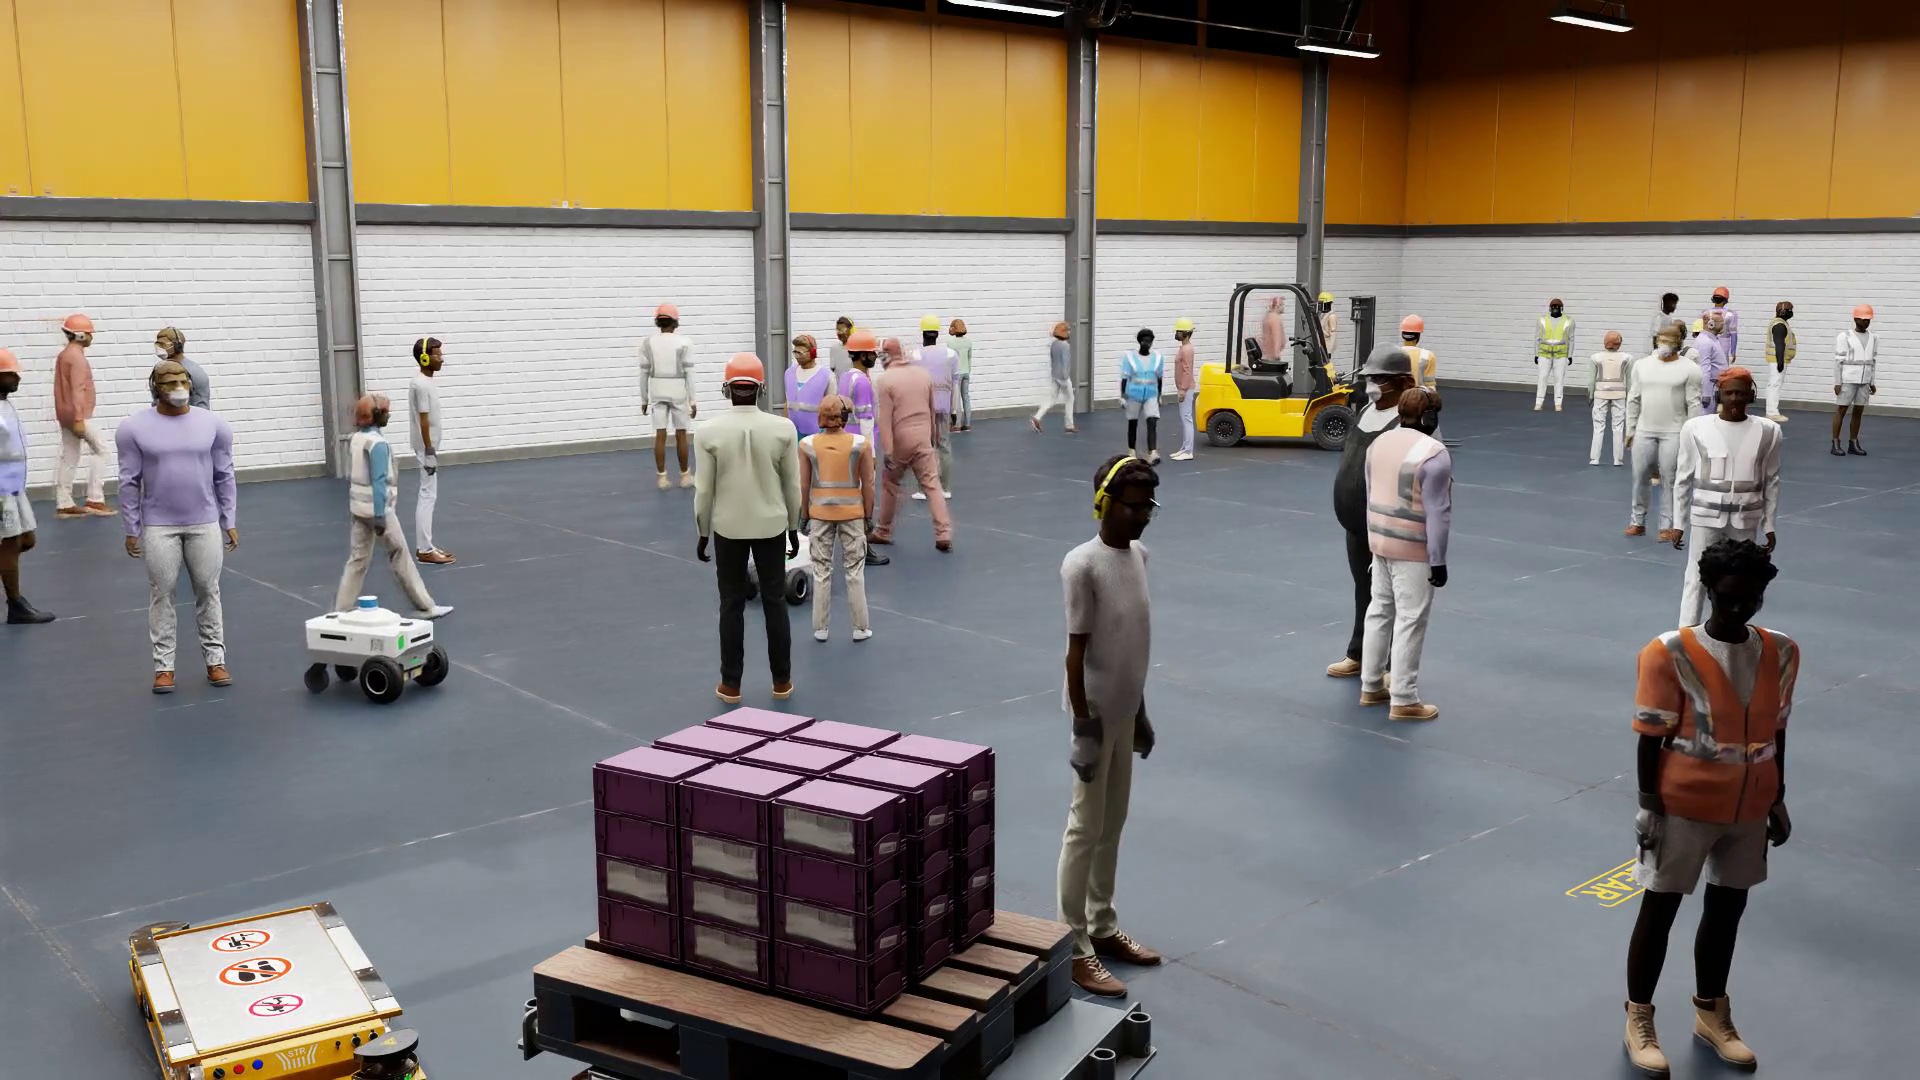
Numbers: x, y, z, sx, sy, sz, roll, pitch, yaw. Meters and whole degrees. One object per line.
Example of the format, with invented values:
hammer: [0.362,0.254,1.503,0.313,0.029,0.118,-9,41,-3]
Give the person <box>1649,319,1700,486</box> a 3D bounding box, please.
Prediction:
person: [7.838,-1.501,18.299,0.507,1.846,0.343,4,10,20]

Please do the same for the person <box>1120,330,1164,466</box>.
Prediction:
person: [2.210,-1.710,20.067,0.553,1.643,0.884,-1,10,-7]

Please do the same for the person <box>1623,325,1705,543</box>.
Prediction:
person: [6.256,-0.941,14.817,0.658,1.930,0.440,8,13,40]

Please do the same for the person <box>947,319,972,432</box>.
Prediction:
person: [-0.022,-2.367,23.990,0.285,1.633,0.499,8,13,40]

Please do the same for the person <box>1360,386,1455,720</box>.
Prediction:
person: [2.477,0.066,9.202,0.431,1.833,0.639,-3,10,-19]

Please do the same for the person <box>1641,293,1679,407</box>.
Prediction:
person: [11.695,-3.126,27.584,0.861,1.914,0.588,6,11,31]

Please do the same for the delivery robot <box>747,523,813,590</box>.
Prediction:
delivery robot: [-1.274,0.114,12.339,0.477,0.478,0.707,5,11,26]

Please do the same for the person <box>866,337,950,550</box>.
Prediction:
person: [-0.422,-0.827,14.397,0.772,1.843,0.975,-8,12,-39]

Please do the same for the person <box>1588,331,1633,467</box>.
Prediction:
person: [7.836,-1.698,20.055,0.514,1.641,0.307,3,10,18]

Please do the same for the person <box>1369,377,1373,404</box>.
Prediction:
person: [4.352,-1.212,17.227,0.265,1.632,0.508,1,10,3]

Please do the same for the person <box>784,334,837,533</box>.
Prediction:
person: [-1.350,-0.929,14.970,0.563,1.837,0.389,6,11,32]

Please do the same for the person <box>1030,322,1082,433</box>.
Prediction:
person: [1.370,-2.304,23.687,0.741,1.609,0.501,-4,11,-25]

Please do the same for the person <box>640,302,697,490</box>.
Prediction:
person: [-3.155,-1.557,18.080,0.623,2.042,0.421,1,10,4]

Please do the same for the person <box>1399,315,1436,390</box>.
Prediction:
person: [4.579,-1.325,16.998,0.543,1.939,0.371,5,11,27]

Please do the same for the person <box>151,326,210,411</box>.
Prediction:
person: [-6.654,-0.847,14.194,0.627,1.941,0.371,5,11,27]

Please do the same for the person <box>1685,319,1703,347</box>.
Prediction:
person: [9.082,-1.839,20.512,0.524,1.769,0.308,4,11,24]

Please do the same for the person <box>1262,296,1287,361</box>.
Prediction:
person: [5.173,-3.149,27.880,0.761,1.880,0.683,0,10,-1]

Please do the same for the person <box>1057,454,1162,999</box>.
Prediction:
person: [0.531,0.627,5.791,0.332,1.865,0.520,6,11,32]

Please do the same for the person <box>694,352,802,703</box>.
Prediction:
person: [-1.203,-0.067,9.460,0.611,1.996,0.378,-2,10,-13]

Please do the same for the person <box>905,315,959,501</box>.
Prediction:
person: [-0.300,-1.367,17.271,0.585,1.929,0.370,-4,10,-21]

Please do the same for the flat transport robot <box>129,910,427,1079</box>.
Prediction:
flat transport robot: [-2.229,1.499,5.335,0.652,0.197,1.431,-6,11,-32]

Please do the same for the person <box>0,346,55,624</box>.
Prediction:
person: [-6.627,-0.361,11.382,0.585,1.926,0.543,-1,10,-9]

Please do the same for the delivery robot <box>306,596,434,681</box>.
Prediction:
delivery robot: [-3.429,0.568,9.662,0.707,0.478,0.477,4,10,19]

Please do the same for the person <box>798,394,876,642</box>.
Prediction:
person: [-0.810,-0.135,10.915,0.515,1.636,0.314,1,10,4]

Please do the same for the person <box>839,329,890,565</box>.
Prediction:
person: [-0.804,-0.761,13.694,0.359,1.939,0.542,-4,10,-22]

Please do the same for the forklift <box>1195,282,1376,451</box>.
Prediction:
forklift: [4.328,-2.346,22.227,2.313,2.155,1.214,3,10,16]

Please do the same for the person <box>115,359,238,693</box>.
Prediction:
person: [-4.556,-0.084,9.726,0.636,1.939,0.363,-6,11,-29]

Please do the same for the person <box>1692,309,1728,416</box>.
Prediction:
person: [8.794,-1.745,19.534,0.409,1.913,0.642,5,11,27]

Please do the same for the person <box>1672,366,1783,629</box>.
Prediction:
person: [4.581,-0.096,9.968,0.587,1.879,0.341,3,10,15]

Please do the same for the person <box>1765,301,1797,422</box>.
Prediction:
person: [12.639,-2.745,25.628,0.429,1.847,0.632,4,10,22]

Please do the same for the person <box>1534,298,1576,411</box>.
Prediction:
person: [9.714,-3.023,27.226,0.621,1.844,0.430,4,11,23]

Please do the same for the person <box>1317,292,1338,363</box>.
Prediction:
person: [6.268,-3.282,28.509,0.373,1.920,0.585,-1,10,-3]

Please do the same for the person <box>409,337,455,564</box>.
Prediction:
person: [-4.389,-0.739,13.767,0.317,1.870,0.523,-3,10,-18]

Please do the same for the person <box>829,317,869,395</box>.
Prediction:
person: [-1.356,-1.620,19.052,0.524,1.829,0.857,6,11,31]

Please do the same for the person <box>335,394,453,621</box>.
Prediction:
person: [-3.962,-0.202,11.427,0.781,1.596,0.536,-8,12,-39]

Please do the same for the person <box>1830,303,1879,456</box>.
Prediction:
person: [11.389,-2.029,21.121,0.550,1.935,0.376,-1,10,-5]

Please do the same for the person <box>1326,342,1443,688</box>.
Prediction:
person: [2.452,-0.139,9.751,0.536,2.000,0.673,-4,10,-22]

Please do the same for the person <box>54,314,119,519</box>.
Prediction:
person: [-8.491,-1.195,16.109,0.670,1.966,0.654,-9,13,-43]

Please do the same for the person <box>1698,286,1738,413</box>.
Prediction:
person: [12.246,-3.073,26.925,0.616,2.041,0.377,7,12,35]

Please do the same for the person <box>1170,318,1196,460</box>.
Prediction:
person: [2.781,-1.874,20.716,0.311,1.769,0.522,1,10,5]

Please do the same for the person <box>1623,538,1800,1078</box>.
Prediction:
person: [2.320,0.821,5.140,0.539,1.693,0.318,-2,10,-10]
